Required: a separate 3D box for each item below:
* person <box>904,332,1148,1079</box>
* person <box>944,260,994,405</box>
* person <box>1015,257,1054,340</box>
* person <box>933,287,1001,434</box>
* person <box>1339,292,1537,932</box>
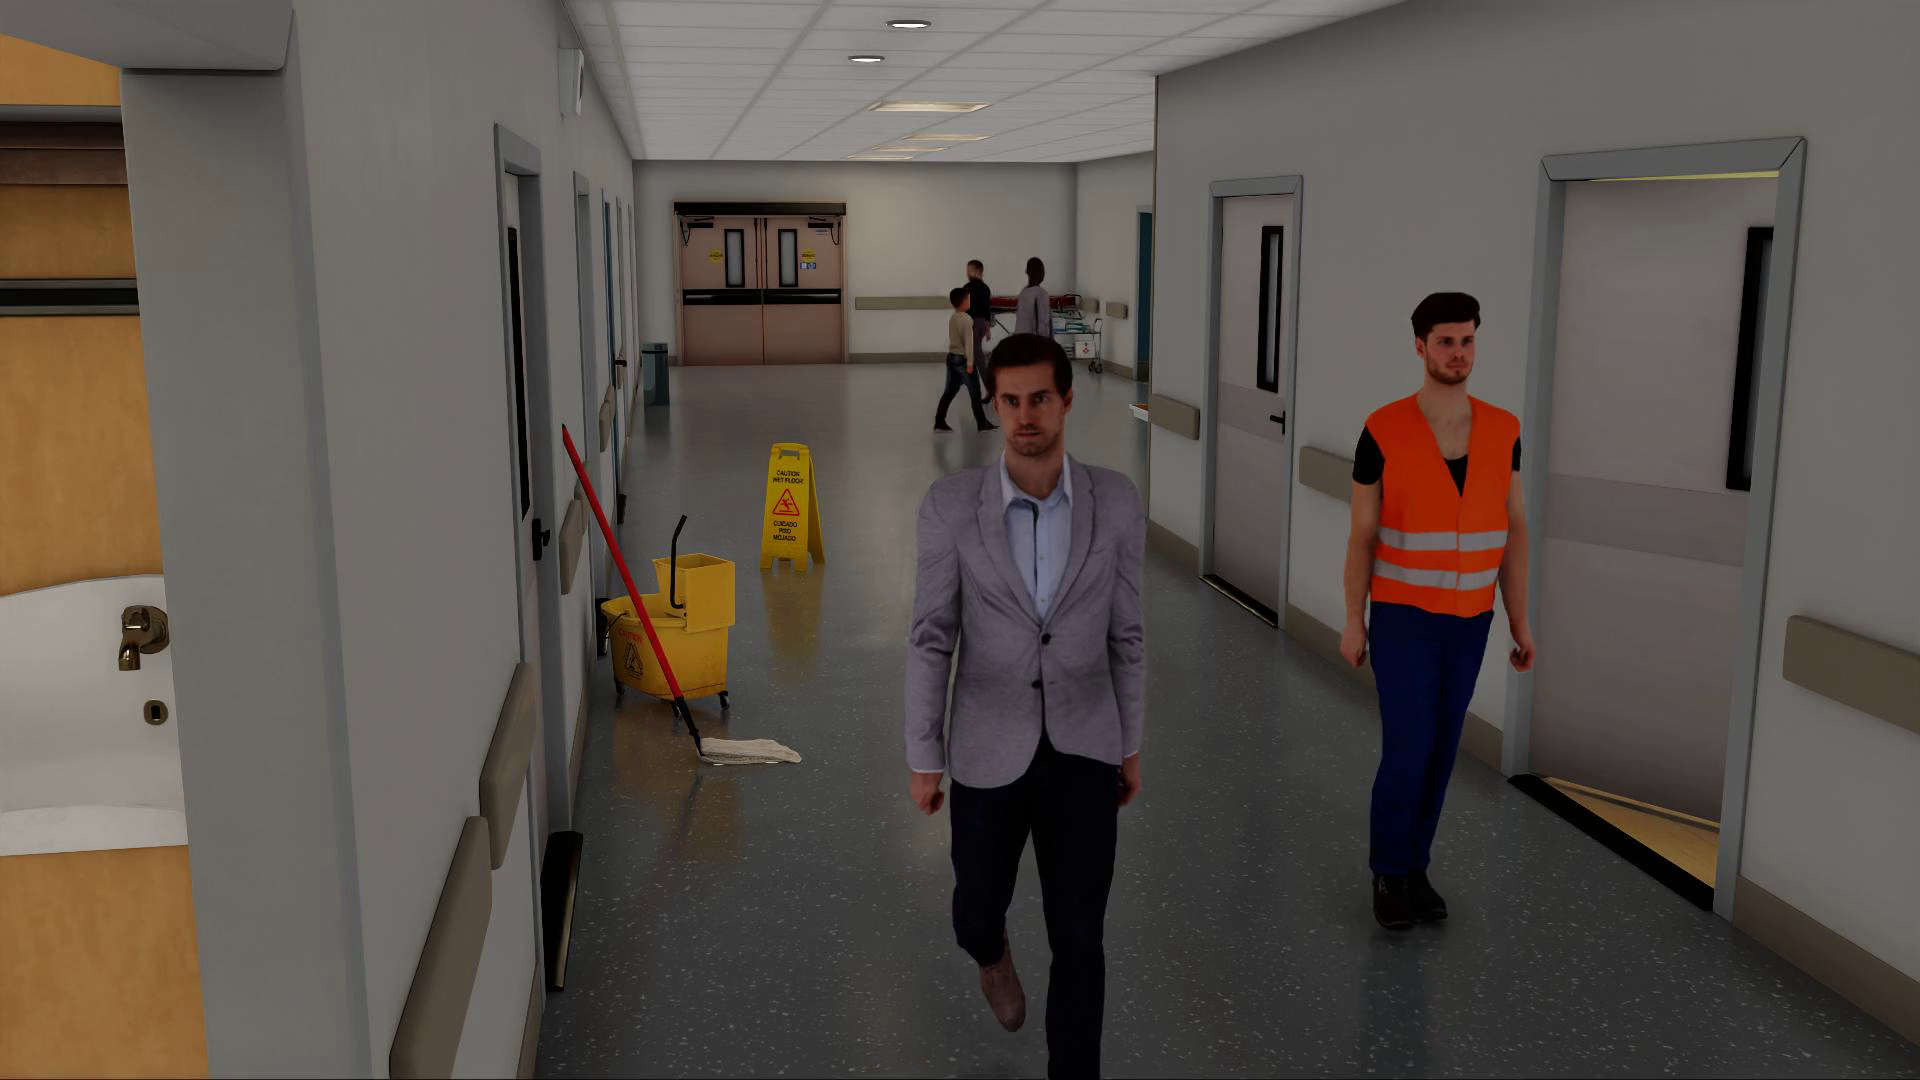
[{"bbox_3d":[0.152,0.455,3.802,0.812,1.817,1.185,0,11,-3],"label":"person"},{"bbox_3d":[0.237,-2.353,19.097,1.103,1.632,1.017,8,13,37],"label":"person"},{"bbox_3d":[0.630,-1.755,15.633,0.829,1.749,0.725,-6,13,-31],"label":"person"},{"bbox_3d":[-0.049,-1.723,16.316,0.852,1.431,0.934,-7,13,-34],"label":"person"},{"bbox_3d":[1.383,0.200,5.001,0.658,1.871,0.664,-2,11,-10],"label":"person"}]
